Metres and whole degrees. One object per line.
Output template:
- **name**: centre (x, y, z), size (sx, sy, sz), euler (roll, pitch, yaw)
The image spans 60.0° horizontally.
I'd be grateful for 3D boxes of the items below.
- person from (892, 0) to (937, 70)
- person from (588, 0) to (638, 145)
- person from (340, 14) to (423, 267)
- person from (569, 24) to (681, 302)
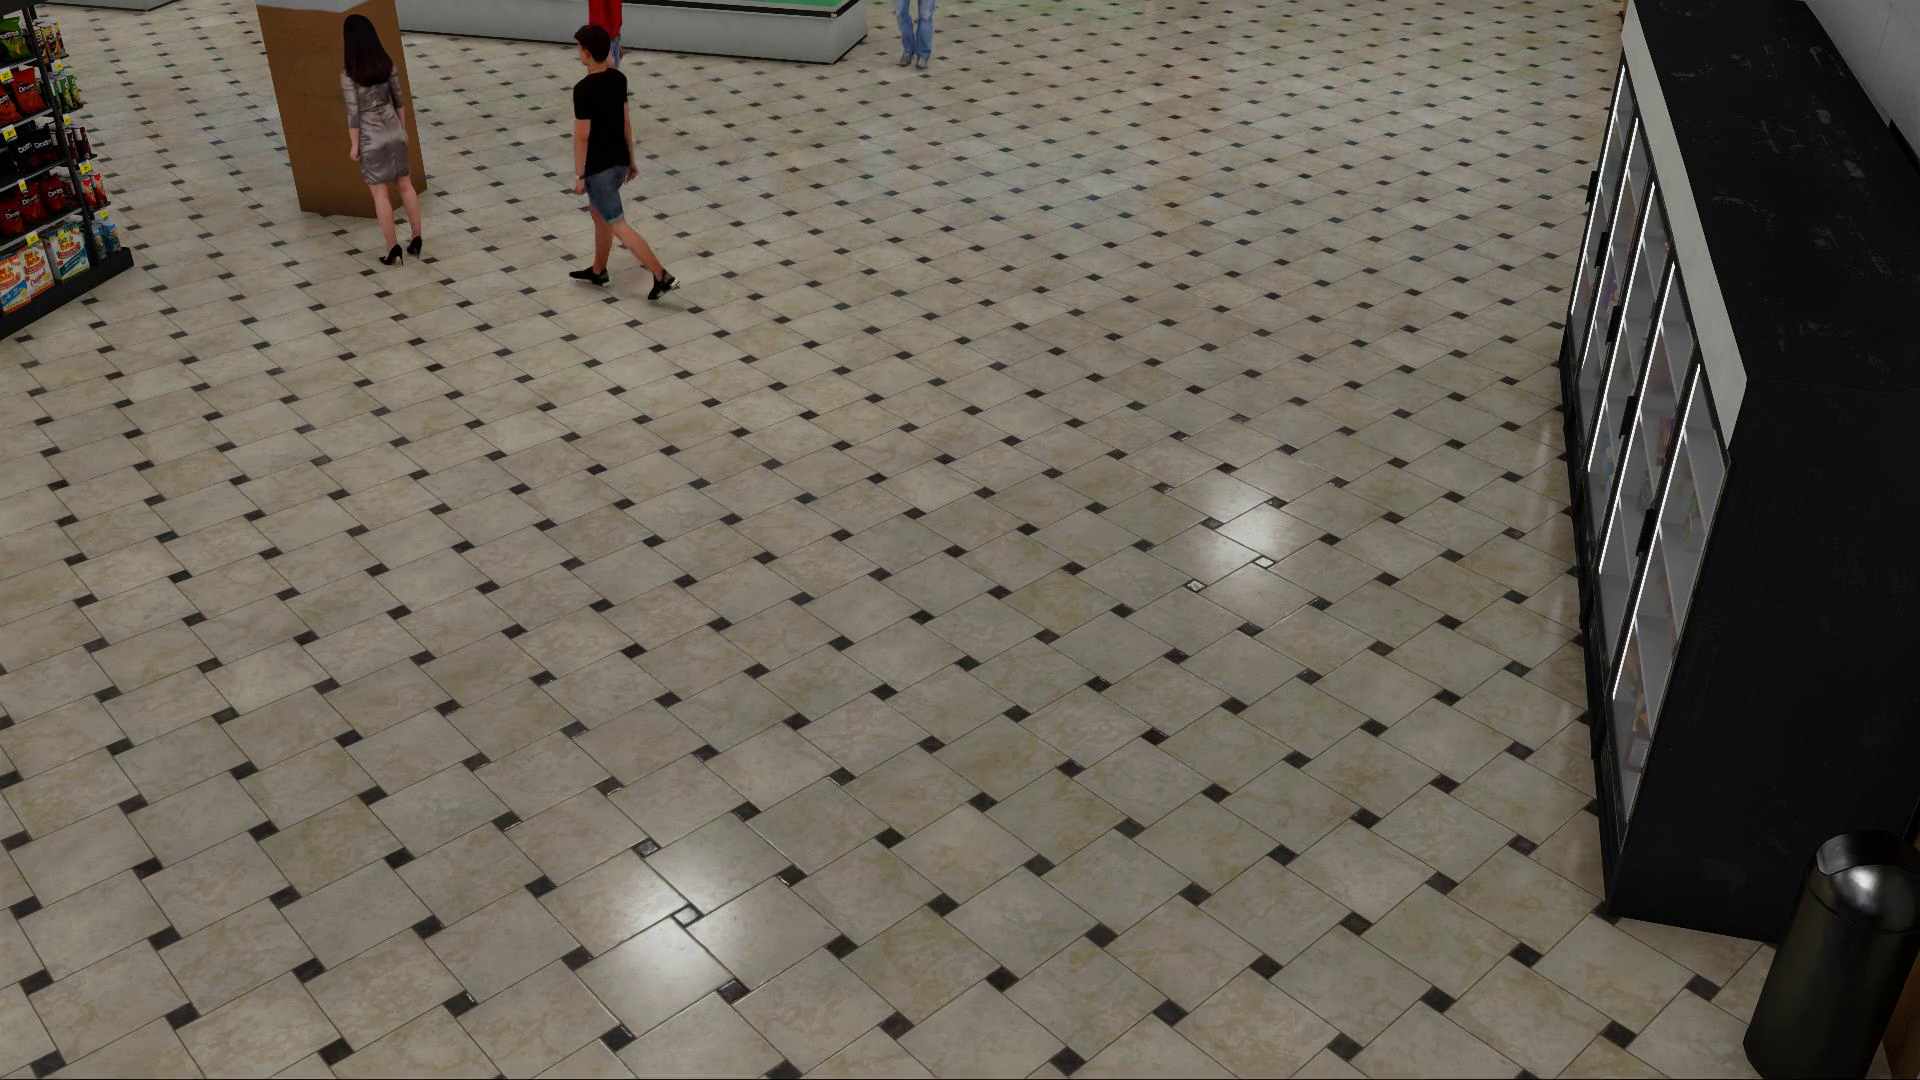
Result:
- **person**: centre (-0.392, -5.402, 15.695), size (0.595, 1.845, 0.768), euler (5, 32, 8)
- **person**: centre (-2.895, -4.036, 13.633), size (0.598, 1.704, 0.667), euler (0, 32, 0)
- **person**: centre (-4.022, -2.766, 11.552), size (0.648, 1.746, 0.665), euler (23, 39, 33)
- **person**: centre (-2.257, -2.436, 10.955), size (1.213, 1.817, 0.797), euler (13, 34, 20)
